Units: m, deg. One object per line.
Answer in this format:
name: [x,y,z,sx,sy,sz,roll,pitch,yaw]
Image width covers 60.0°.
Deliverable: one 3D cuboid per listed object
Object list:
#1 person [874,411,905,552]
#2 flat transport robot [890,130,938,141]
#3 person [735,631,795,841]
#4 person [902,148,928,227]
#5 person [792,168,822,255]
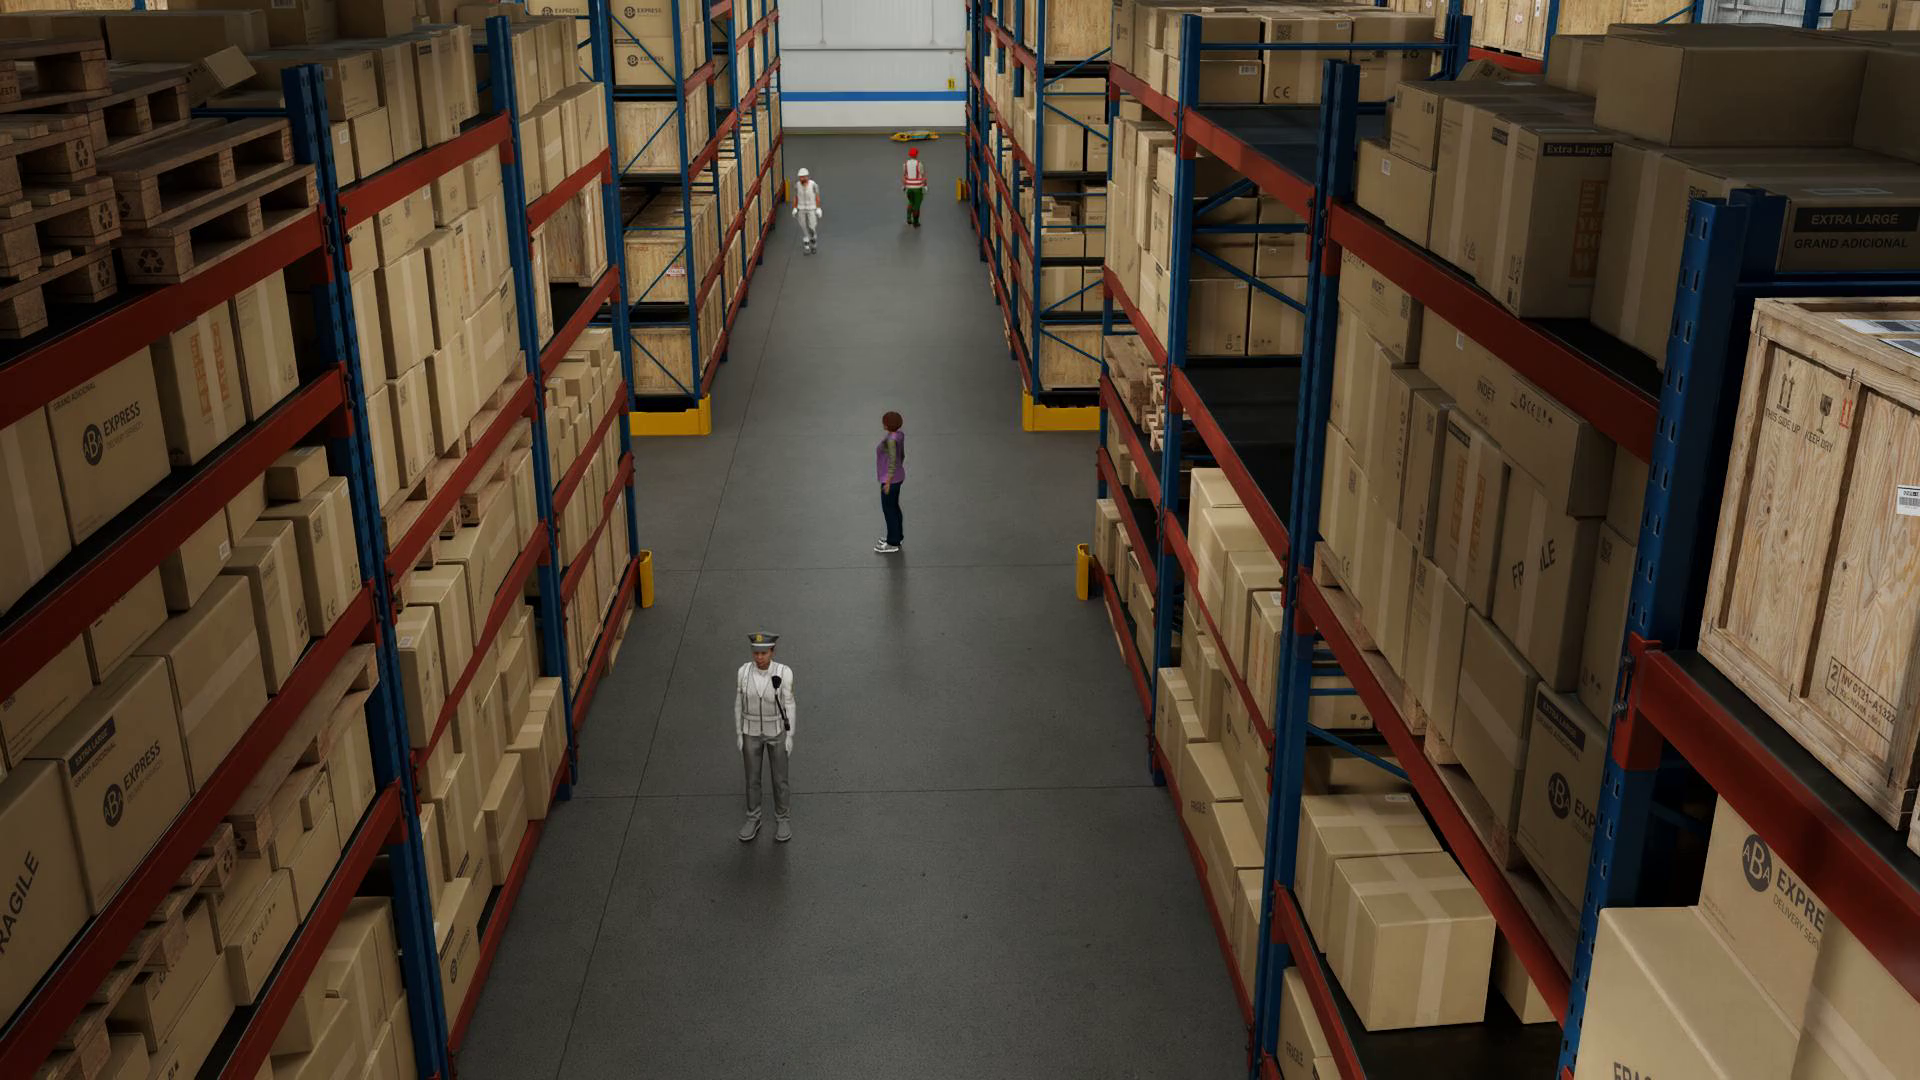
person: [-0.783,-0.664,18.509,0.331,1.602,0.410,4,21,11]
flat transport robot: [-1.468,-13.016,53.614,1.431,0.262,0.659,-14,25,-33]
person: [-1.482,1.473,12.659,0.456,1.693,0.370,1,20,2]
person: [-1.017,-8.079,38.078,0.578,1.790,0.458,8,22,20]
person: [-3.213,-6.900,34.894,0.596,1.784,0.399,2,21,7]
